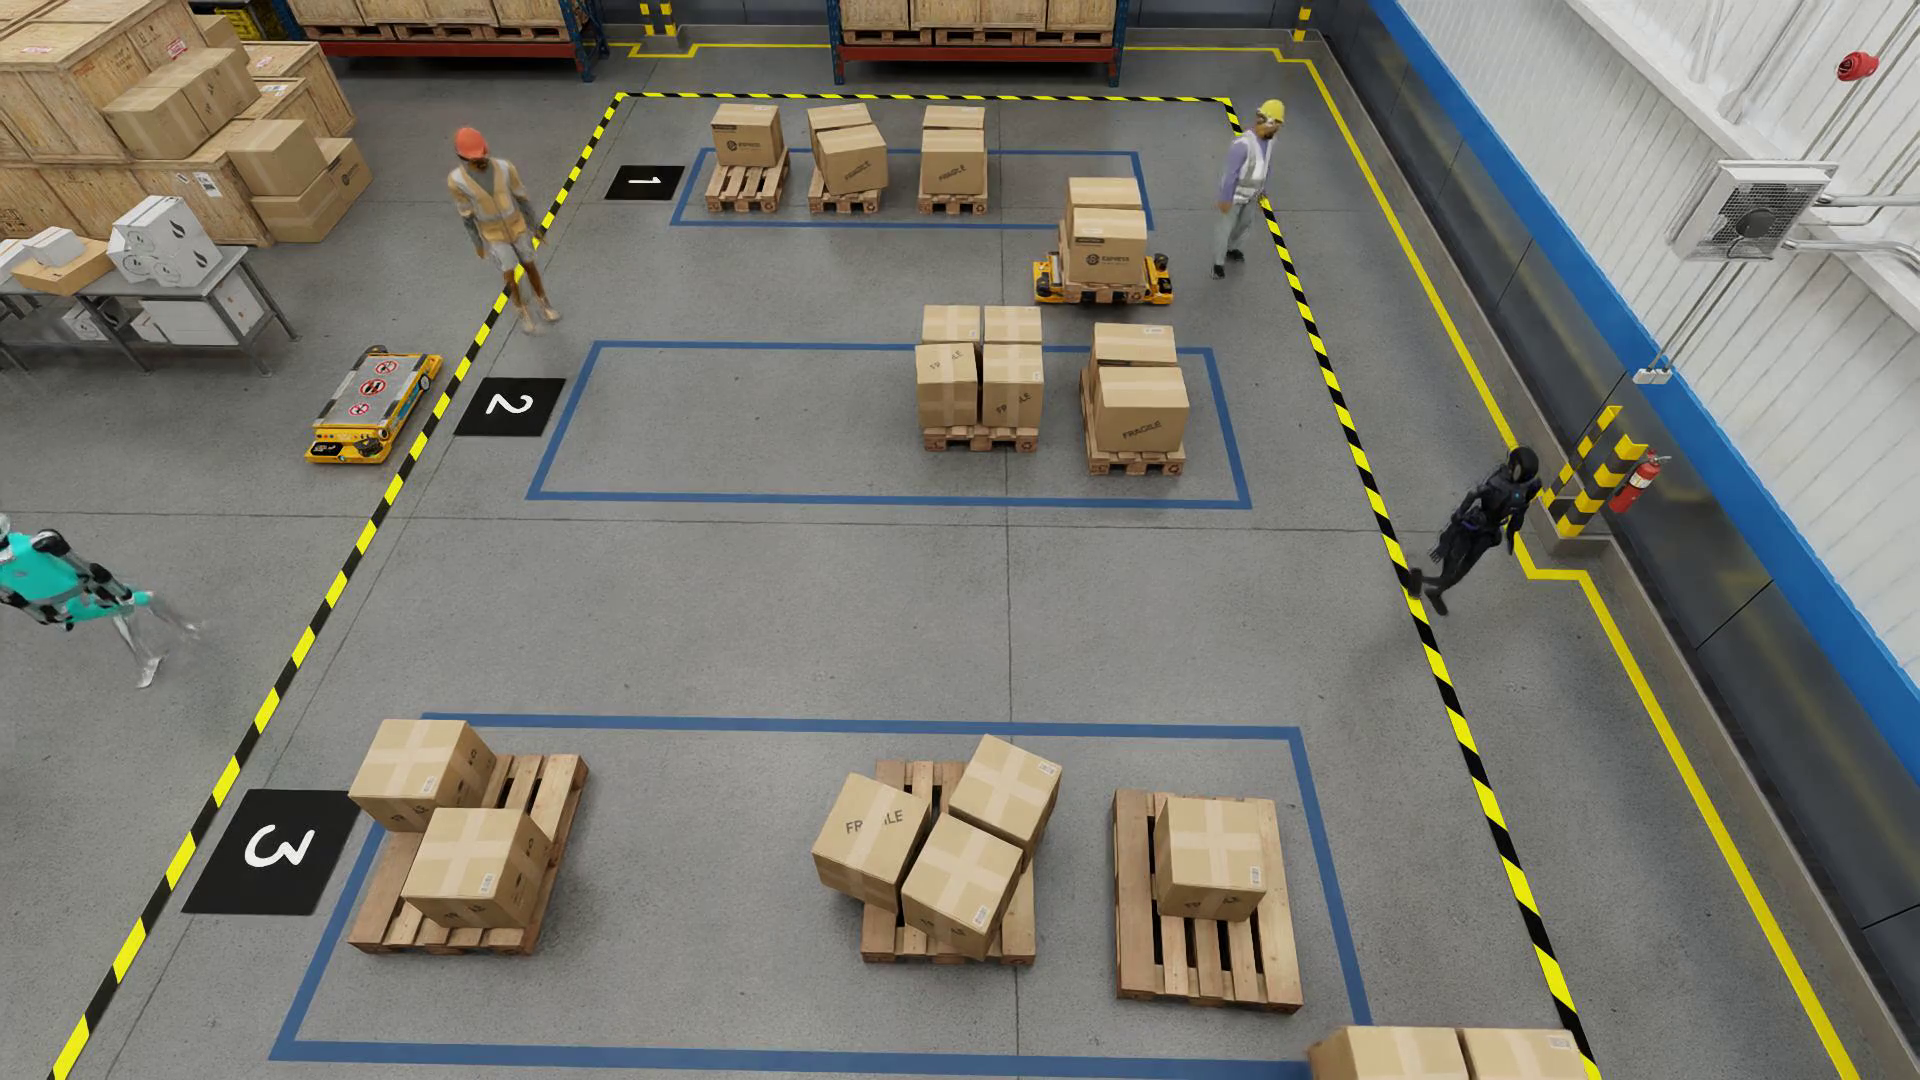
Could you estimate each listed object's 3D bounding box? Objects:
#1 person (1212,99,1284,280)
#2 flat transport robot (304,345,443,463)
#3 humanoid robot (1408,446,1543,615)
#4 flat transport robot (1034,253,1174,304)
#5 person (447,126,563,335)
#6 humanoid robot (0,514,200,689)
[{"bbox_3d":[2.898,-3.561,9.398,0.662,1.779,0.405,-33,57,-25],"label":"person"},{"bbox_3d":[-5.383,-1.269,8.441,0.659,0.231,1.431,1,50,1],"label":"flat transport robot"},{"bbox_3d":[3.659,-0.061,6.498,0.584,1.648,0.387,-9,50,-7],"label":"humanoid robot"},{"bbox_3d":[1.509,-2.782,9.703,1.431,0.197,0.652,1,50,1],"label":"flat transport robot"},{"bbox_3d":[-4.297,-2.905,8.664,0.613,2.040,0.388,-31,56,-24],"label":"person"},{"bbox_3d":[-5.859,0.308,6.161,0.535,1.797,0.808,-22,53,-17],"label":"humanoid robot"}]
